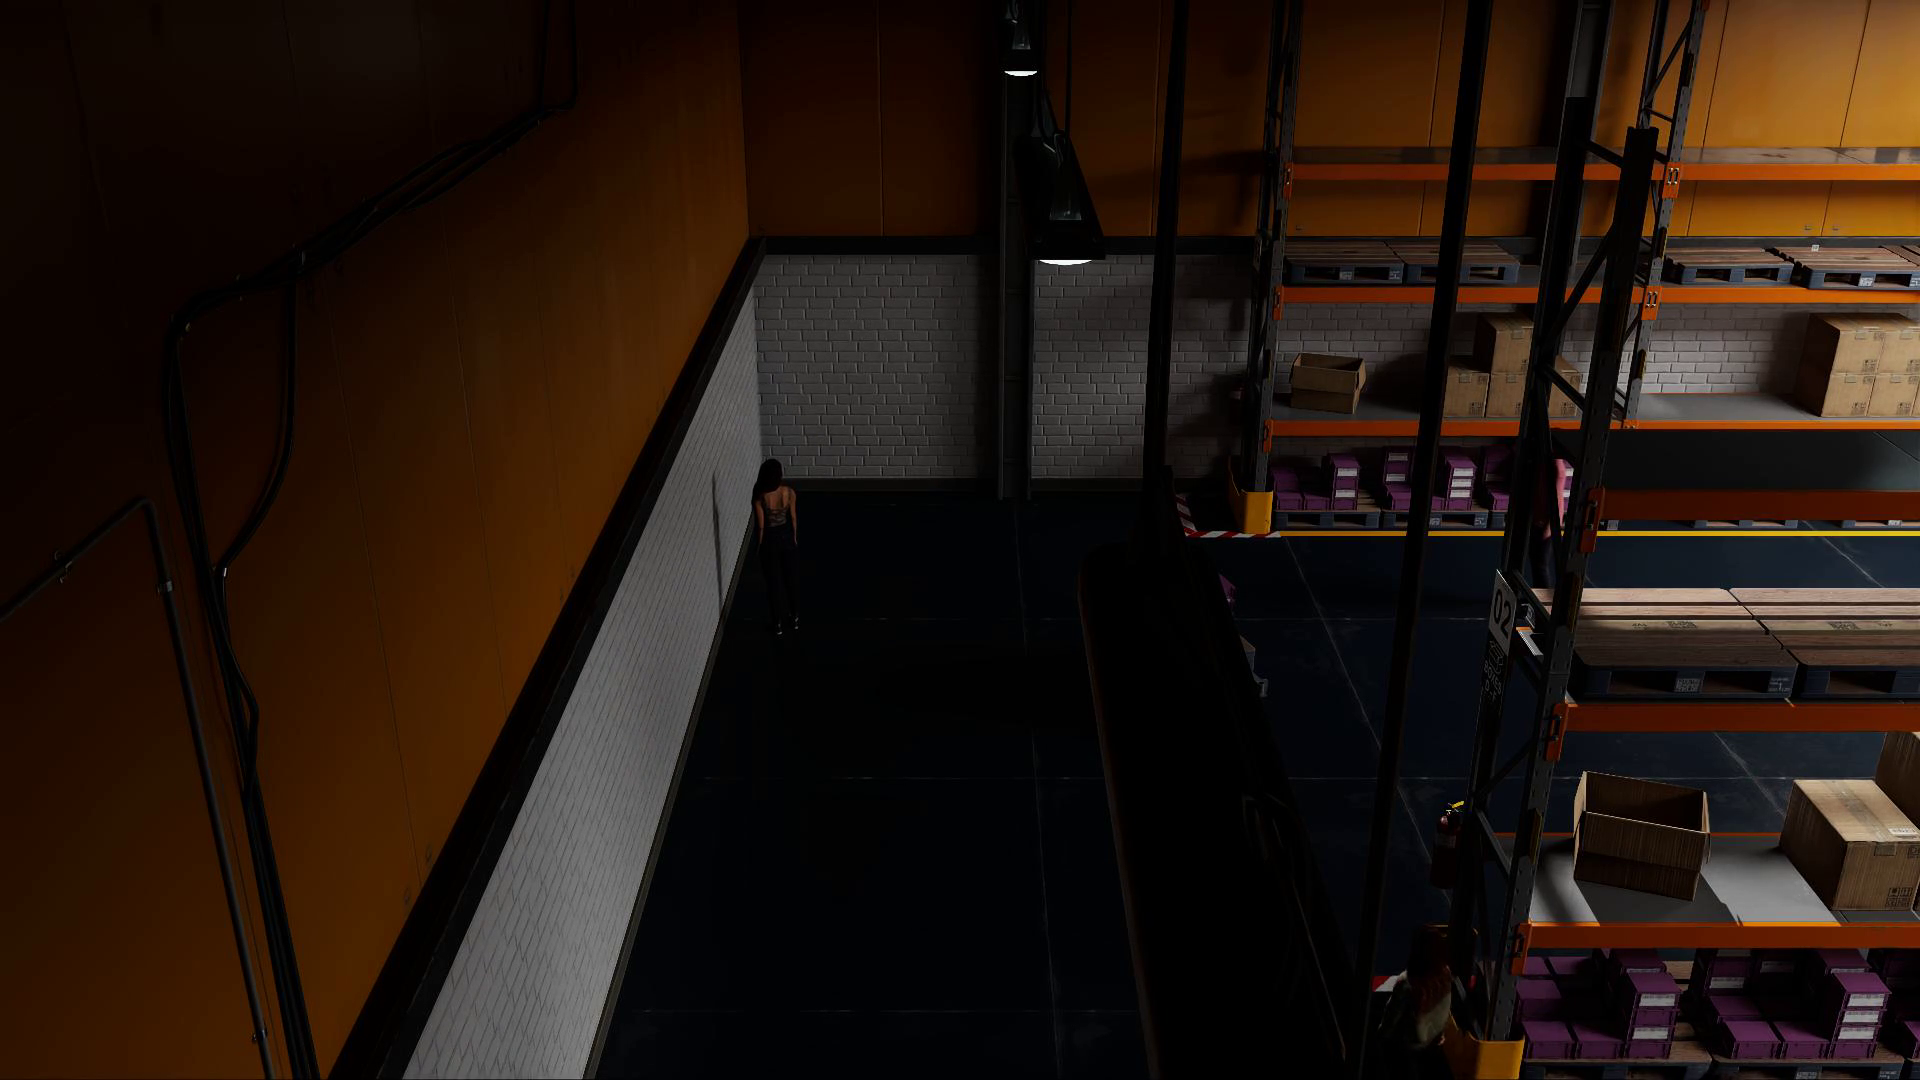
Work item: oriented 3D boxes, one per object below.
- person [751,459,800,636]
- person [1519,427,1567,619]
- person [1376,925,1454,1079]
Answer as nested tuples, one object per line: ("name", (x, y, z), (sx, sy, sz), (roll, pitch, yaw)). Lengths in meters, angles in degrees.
("person", (-1.777, 0.053, 16.145), (0.651, 1.769, 0.758), (-13, 27, -28))
("person", (5.810, -0.182, 16.451), (0.550, 1.953, 0.640), (1, 24, 2))
("person", (2.730, 2.989, 9.835), (1.042, 1.443, 0.996), (-14, 27, -29))
